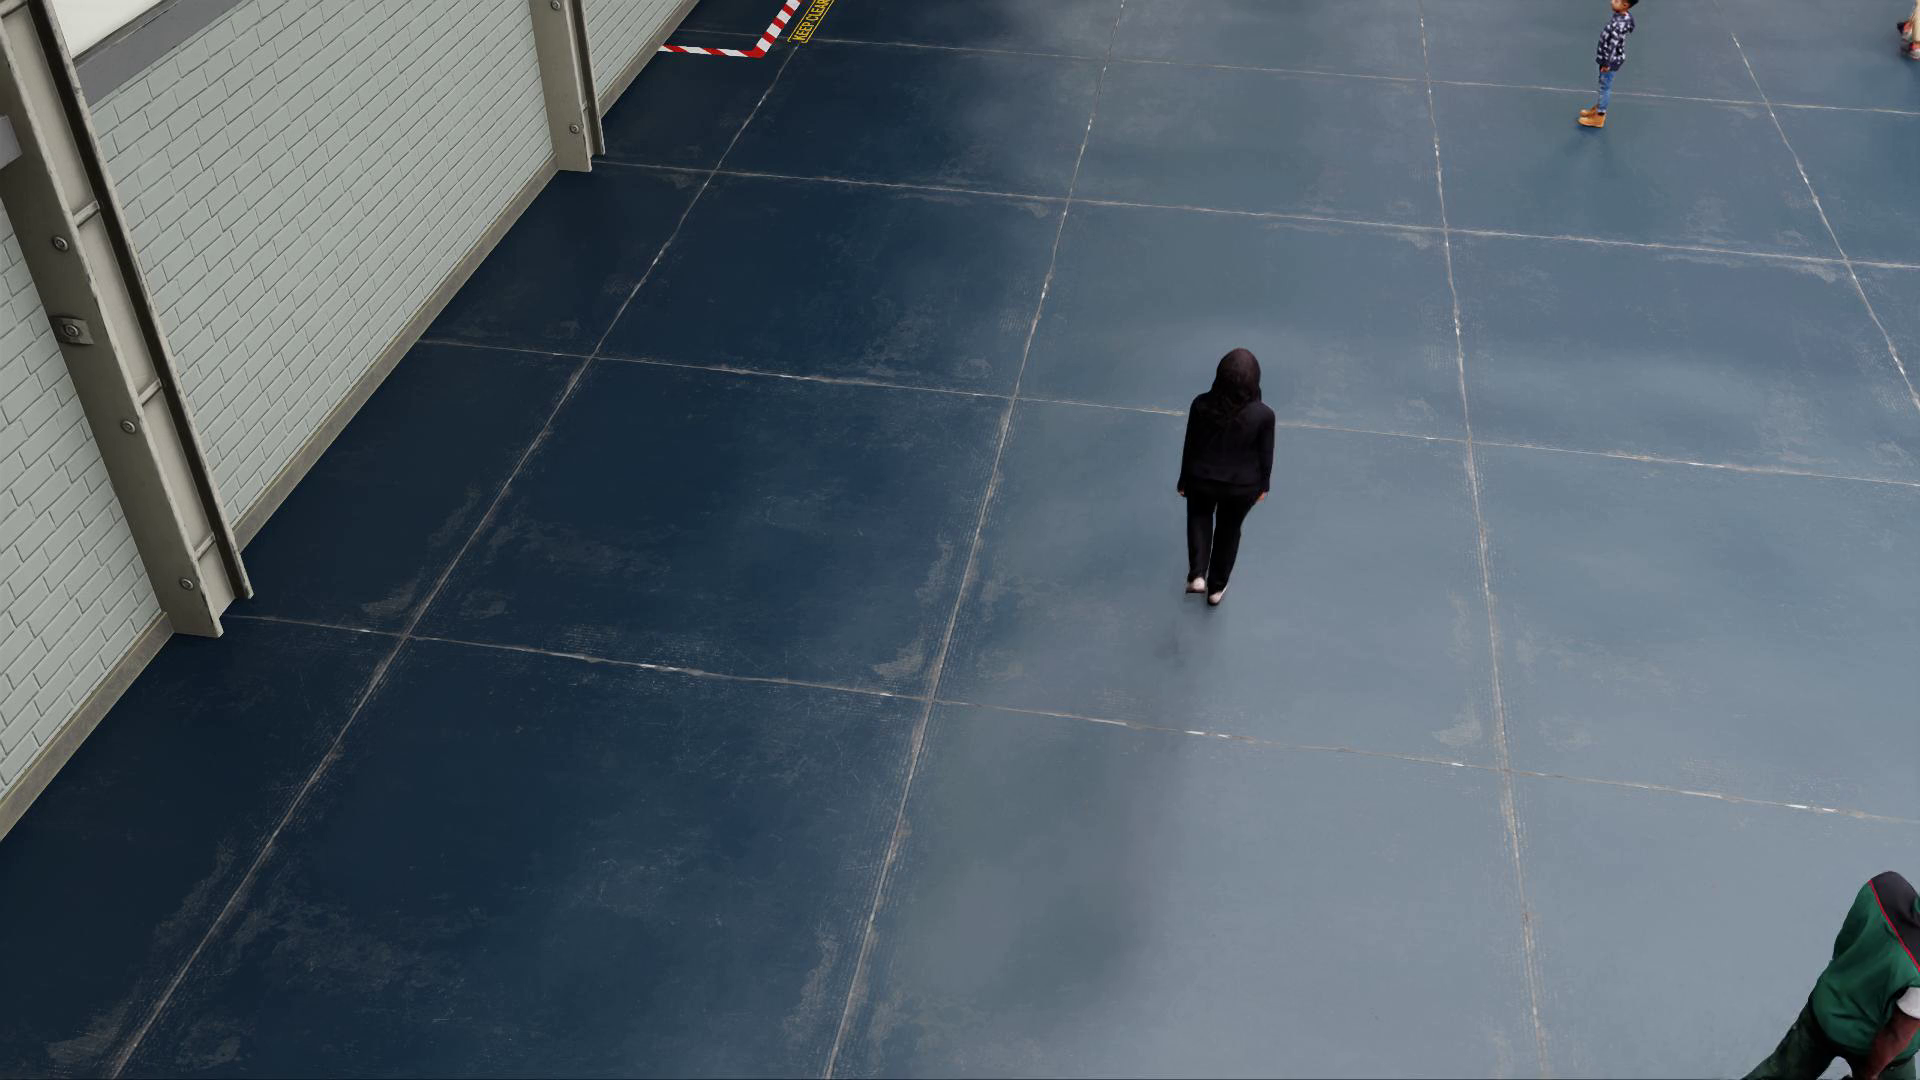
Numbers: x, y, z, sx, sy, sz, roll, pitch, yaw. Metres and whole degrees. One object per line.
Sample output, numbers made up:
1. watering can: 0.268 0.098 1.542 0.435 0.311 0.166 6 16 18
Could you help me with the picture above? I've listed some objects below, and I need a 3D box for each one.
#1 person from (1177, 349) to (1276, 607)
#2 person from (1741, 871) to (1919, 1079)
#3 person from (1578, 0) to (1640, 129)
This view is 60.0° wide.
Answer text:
1. person: 1.419 -0.269 9.054 0.659 1.603 0.699 7 39 9
2. person: 3.280 1.818 6.232 0.972 1.793 1.223 -3 38 -4
3. person: 5.630 -4.199 14.362 0.579 1.252 0.466 12 40 14
